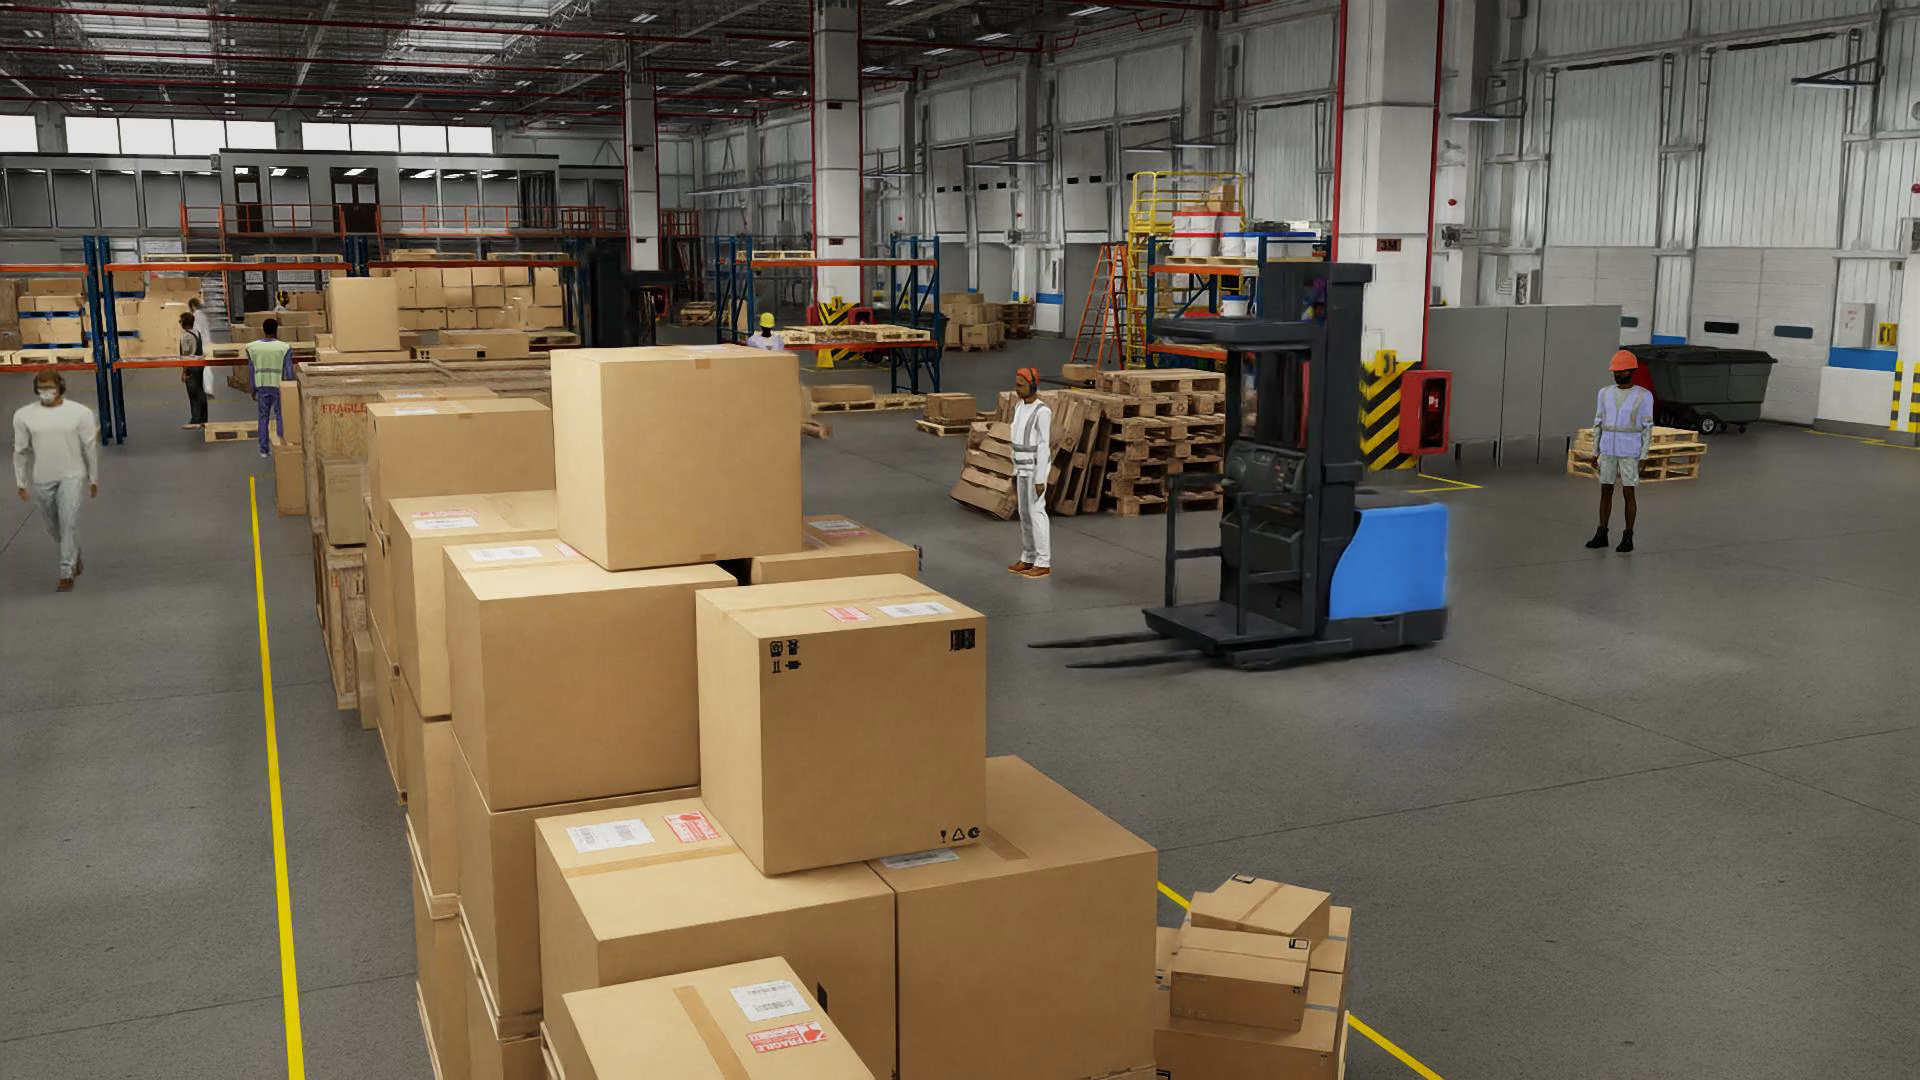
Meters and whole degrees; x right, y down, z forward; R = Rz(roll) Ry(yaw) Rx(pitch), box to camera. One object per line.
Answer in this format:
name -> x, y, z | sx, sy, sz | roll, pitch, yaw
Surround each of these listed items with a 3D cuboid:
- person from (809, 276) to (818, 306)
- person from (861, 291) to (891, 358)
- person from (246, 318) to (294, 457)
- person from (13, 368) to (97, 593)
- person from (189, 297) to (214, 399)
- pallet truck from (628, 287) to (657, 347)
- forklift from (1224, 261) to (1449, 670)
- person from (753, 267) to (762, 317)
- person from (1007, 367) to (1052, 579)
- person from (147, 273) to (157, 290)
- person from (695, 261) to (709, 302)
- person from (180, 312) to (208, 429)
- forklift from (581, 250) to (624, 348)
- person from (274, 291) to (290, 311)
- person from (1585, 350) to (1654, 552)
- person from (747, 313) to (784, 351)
person -> -3.987, -6.548, 47.345 | 0.605, 1.948, 0.385 | -3, 11, -15
person -> -2.045, -5.385, 41.634 | 0.919, 1.689, 0.505 | 2, 10, 11
person -> -9.470, -2.088, 22.897 | 0.597, 1.907, 0.404 | -1, 10, -6
person -> -7.784, -0.542, 14.378 | 0.638, 1.910, 0.890 | -3, 11, -15
person -> -14.216, -3.584, 31.180 | 0.444, 1.897, 0.803 | -1, 10, -8
pallet truck -> -6.464, -4.406, 35.401 | 0.823, 1.965, 1.885 | 6, 12, 32
forklift -> 2.528, -0.614, 12.067 | 1.873, 2.768, 1.129 | -4, 11, -23
person -> -7.780, -9.563, 64.017 | 0.386, 1.927, 0.589 | 1, 10, 3
person -> 0.627, -0.595, 14.751 | 0.351, 1.878, 0.568 | -4, 11, -20
person -> -25.596, -7.498, 52.699 | 0.577, 1.898, 0.942 | 7, 12, 33
person -> -12.067, -12.110, 78.017 | 0.644, 1.931, 1.043 | -5, 11, -26
person -> -12.121, -2.670, 26.254 | 0.345, 1.846, 0.506 | 1, 10, 5
forklift -> -5.007, -2.692, 23.522 | 1.873, 2.768, 1.129 | -4, 11, -22
person -> -14.452, -4.387, 35.652 | 0.315, 1.869, 0.532 | 1, 10, 8
person -> 6.327, -0.849, 15.966 | 0.365, 1.935, 0.552 | -10, 14, -44
person -> -2.831, -2.370, 24.406 | 0.585, 1.917, 0.382 | -5, 12, -27
